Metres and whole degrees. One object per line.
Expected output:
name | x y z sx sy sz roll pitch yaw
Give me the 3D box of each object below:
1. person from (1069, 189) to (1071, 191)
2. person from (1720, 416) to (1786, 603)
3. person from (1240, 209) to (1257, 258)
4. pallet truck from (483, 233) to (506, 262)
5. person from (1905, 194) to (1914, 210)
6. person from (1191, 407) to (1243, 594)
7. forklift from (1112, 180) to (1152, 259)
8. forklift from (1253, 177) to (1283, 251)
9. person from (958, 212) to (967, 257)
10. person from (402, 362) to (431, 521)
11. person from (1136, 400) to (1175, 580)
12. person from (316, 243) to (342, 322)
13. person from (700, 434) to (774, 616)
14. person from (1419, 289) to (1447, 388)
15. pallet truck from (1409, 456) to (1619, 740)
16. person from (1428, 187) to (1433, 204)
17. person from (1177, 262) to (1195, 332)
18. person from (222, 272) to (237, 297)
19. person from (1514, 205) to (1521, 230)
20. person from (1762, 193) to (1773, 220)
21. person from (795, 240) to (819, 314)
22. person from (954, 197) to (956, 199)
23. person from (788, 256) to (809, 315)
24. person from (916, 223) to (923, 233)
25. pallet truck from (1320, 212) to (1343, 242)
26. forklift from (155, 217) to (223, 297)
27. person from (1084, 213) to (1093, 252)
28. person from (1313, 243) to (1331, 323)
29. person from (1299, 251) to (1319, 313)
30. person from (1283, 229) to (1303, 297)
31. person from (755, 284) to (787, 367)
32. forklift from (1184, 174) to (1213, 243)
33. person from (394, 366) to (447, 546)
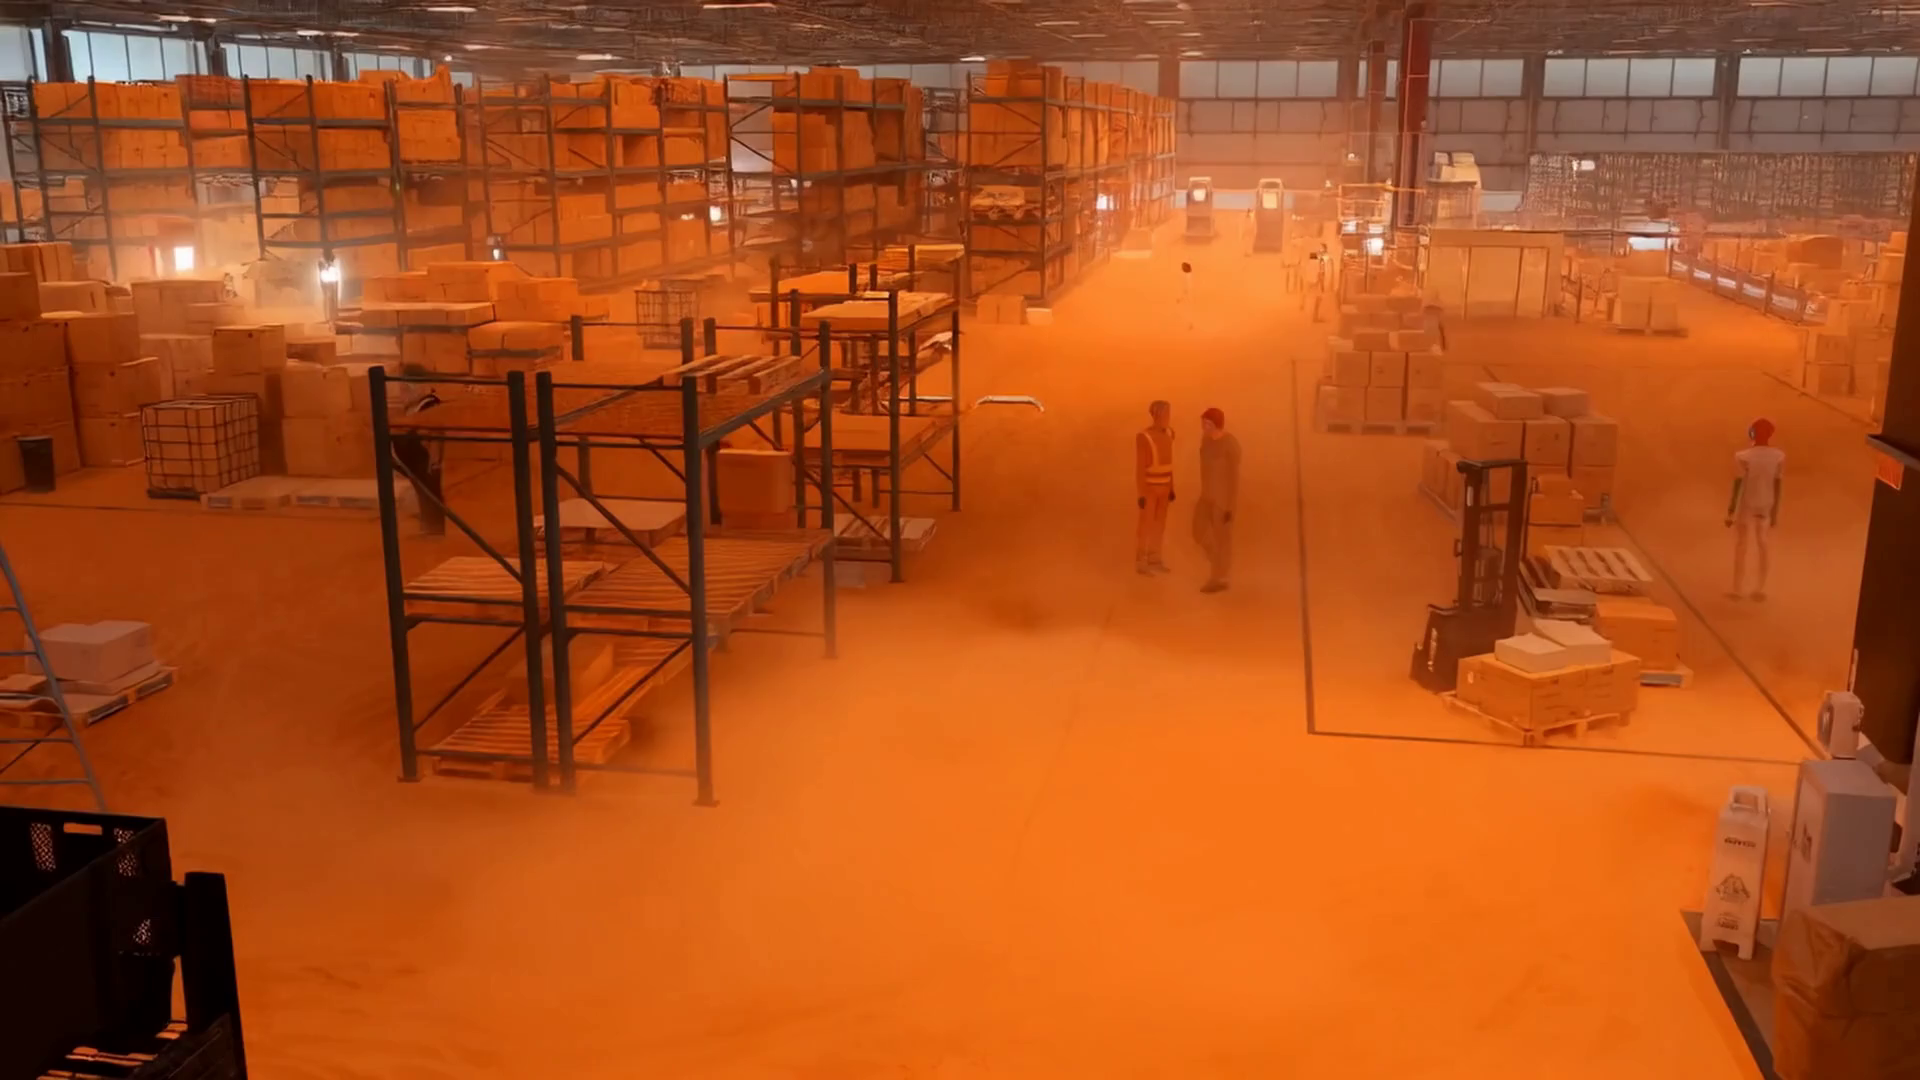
person | 5.862 -18.654 91.186 0.663 1.787 0.585 -6 15 -24
person | 7.866 -0.296 16.495 0.514 1.867 0.324 0 14 2
person | 10.652 -11.329 61.457 0.610 1.787 0.928 1 14 5
pallet truck | -11.832 -7.026 43.548 1.885 1.965 0.823 8 16 28
person | 45.166 -15.696 79.058 0.390 1.847 0.563 3 14 12
person | 2.591 -0.392 16.781 0.431 1.913 0.645 -8 16 -30
forklift | 6.082 -11.722 60.796 1.873 2.768 1.129 2 14 9
forklift | 12.083 -12.747 64.956 1.129 2.768 1.873 3 14 10
person | 0.063 -11.353 61.804 0.855 1.646 0.556 11 17 37
person | -6.462 -1.177 19.967 0.464 1.920 0.632 -5 15 -19
person | 2.055 -0.534 17.418 0.341 1.883 0.587 12 18 40
person | -15.505 -6.333 40.918 0.587 1.911 0.397 -8 16 -29
person | -2.348 -0.180 16.016 1.011 1.881 0.600 4 14 15
person | 8.423 -3.591 29.948 0.886 1.839 0.520 -5 15 -21
pallet truck | 4.504 0.400 13.395 0.823 1.965 1.885 -6 15 -23
person | 22.581 -15.947 79.800 0.558 1.980 0.636 1 14 3
person | 5.288 -5.631 38.636 0.514 1.630 0.445 -9 16 -32
person | -15.726 -4.951 35.862 0.314 1.639 0.515 -3 14 -11
person | 22.129 -12.384 65.838 0.788 1.745 0.538 0 14 -2
person | 39.066 -15.965 80.221 0.778 1.805 0.626 1 14 4
person | -3.770 -6.396 41.019 0.612 1.982 0.408 -4 14 -15
person | -0.117 -19.221 93.264 0.533 1.893 0.681 12 18 40
person | -3.864 -5.966 39.871 0.532 1.693 0.319 -6 15 -23
person | -1.567 -11.030 60.126 0.624 1.844 0.429 6 15 22
pallet truck | 15.874 -13.227 70.310 0.680 1.201 1.601 10 17 35
forklift | -16.458 -5.471 35.416 1.129 2.768 1.873 3 14 10
person | 4.671 -10.821 59.490 0.531 1.749 0.540 1 14 4
person | 8.836 -6.285 40.660 0.365 1.935 0.553 3 14 12
person | 9.070 -6.644 42.846 0.509 1.585 0.856 -4 14 -16
person | 9.454 -7.897 47.333 0.547 1.893 1.009 2 14 9
person | -3.388 -3.669 30.050 0.627 1.934 0.370 7 16 28
forklift | 9.984 -13.815 69.293 1.129 2.768 1.873 2 14 10
person | -6.107 -0.952 18.797 0.535 2.000 0.674 -10 17 -35
